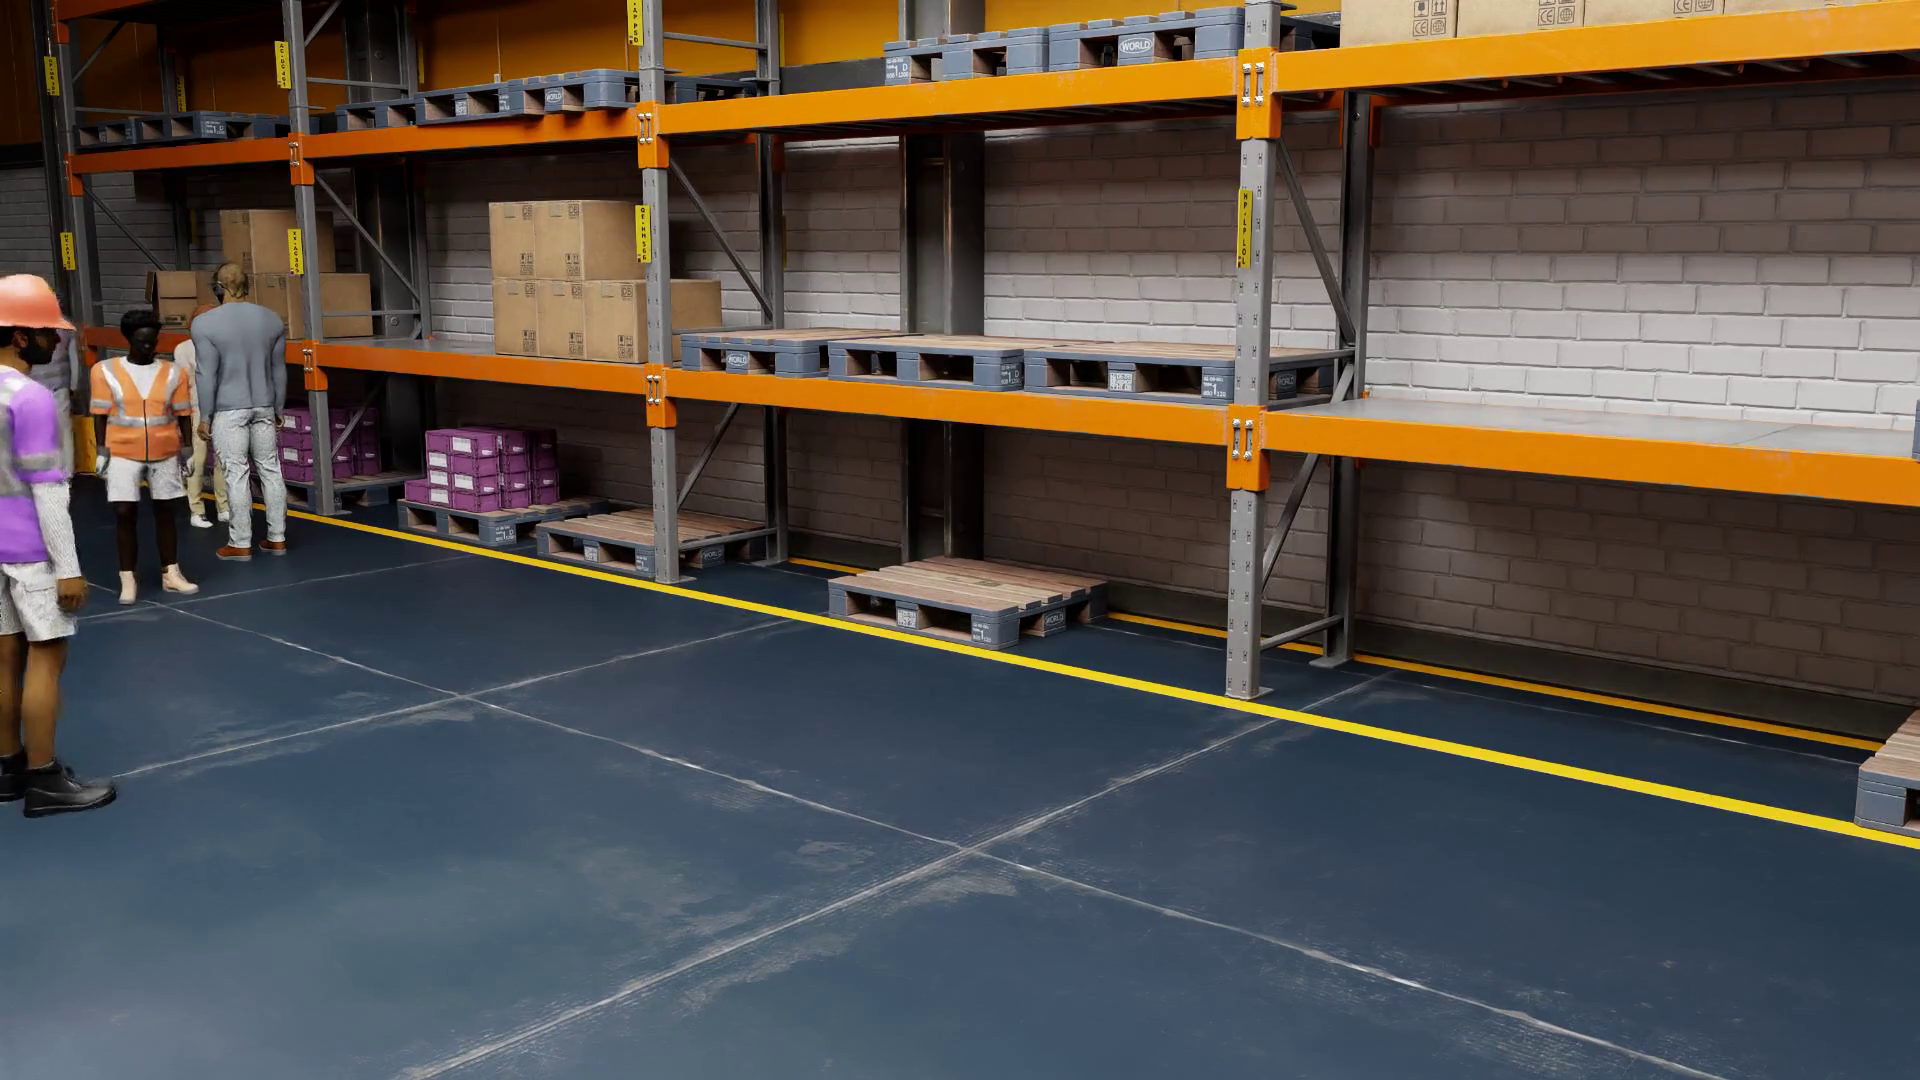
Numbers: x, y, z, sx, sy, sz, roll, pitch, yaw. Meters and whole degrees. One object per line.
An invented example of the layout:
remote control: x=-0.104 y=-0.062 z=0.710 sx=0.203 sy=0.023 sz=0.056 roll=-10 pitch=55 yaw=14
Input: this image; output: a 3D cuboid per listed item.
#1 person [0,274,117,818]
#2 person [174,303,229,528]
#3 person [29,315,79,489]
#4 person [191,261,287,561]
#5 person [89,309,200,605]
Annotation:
person: x=-3.345 y=0.024 z=5.993 sx=0.605 sy=1.923 sz=0.398 roll=7 pitch=12 yaw=34
person: x=-5.459 y=-0.904 z=12.110 sx=0.287 sy=1.628 sz=0.497 roll=6 pitch=12 yaw=30
person: x=-7.777 y=-1.329 z=14.081 sx=0.942 sy=1.777 sz=0.611 roll=8 pitch=13 yaw=39
person: x=-4.663 y=-0.830 z=10.802 sx=0.373 sy=1.940 sz=0.628 roll=7 pitch=12 yaw=35
person: x=-4.674 y=-0.481 z=9.559 sx=0.545 sy=1.678 sz=0.380 roll=-7 pitch=12 yaw=-36
